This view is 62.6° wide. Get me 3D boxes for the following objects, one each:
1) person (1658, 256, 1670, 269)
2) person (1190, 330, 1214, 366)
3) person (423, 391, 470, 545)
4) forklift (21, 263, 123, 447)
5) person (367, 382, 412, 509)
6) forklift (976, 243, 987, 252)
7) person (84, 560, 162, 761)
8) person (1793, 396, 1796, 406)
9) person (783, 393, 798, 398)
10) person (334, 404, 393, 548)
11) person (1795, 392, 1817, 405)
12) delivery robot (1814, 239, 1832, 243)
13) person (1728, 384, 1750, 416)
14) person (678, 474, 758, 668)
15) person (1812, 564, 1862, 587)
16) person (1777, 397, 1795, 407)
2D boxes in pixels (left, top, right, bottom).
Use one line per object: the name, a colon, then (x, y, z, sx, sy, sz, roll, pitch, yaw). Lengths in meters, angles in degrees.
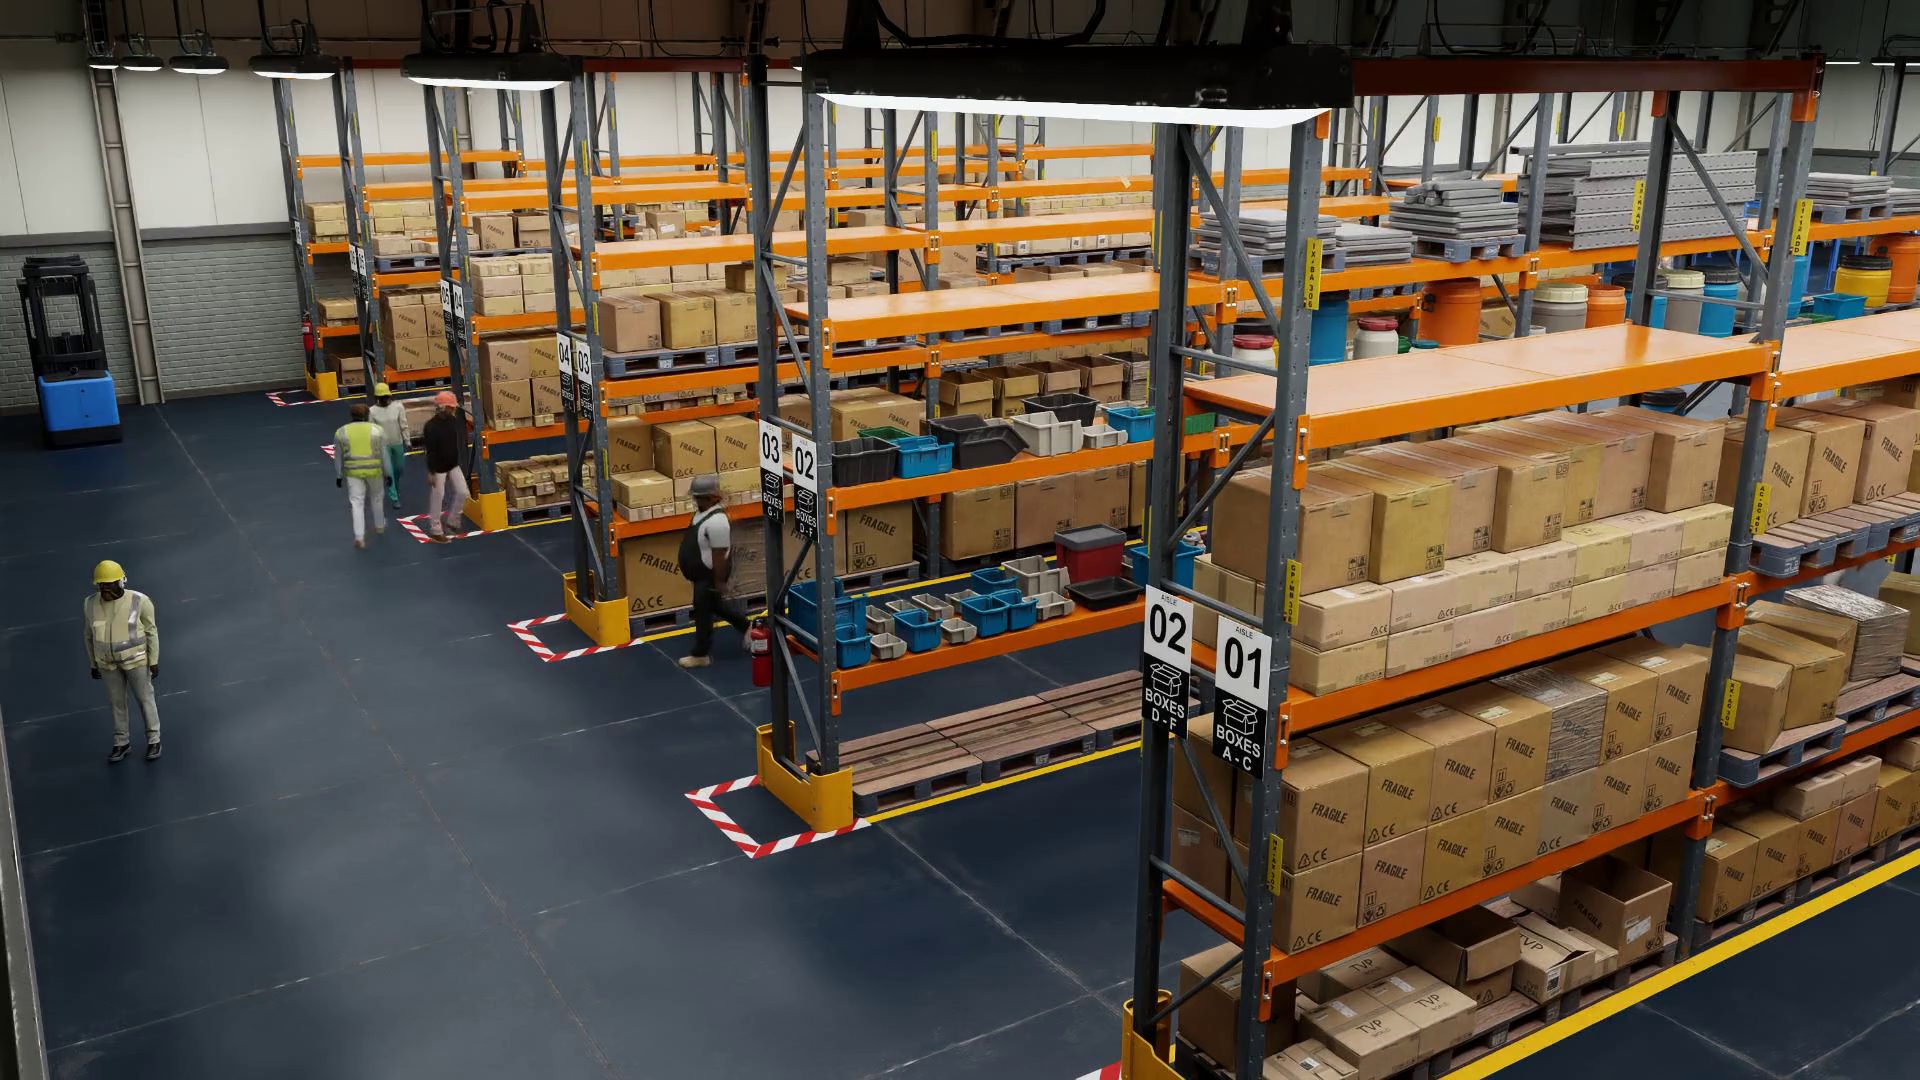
person: (18.624, -7.349, 41.813, 0.539, 1.590, 0.880, -16, 23, -41)
person: (3.877, -2.460, 25.364, 0.963, 1.833, 0.601, -13, 21, -36)
person: (-6.557, -0.916, 20.071, 0.528, 1.964, 0.688, 9, 19, 26)
forklift: (-14.518, -3.079, 25.708, 1.129, 2.768, 1.873, -10, 20, -31)
person: (-7.941, -1.360, 21.915, 0.532, 1.742, 0.725, -10, 20, -31)
forklift: (0.988, -5.474, 34.718, 1.214, 2.155, 2.313, -10, 20, -31)
person: (-7.351, 1.052, 13.857, 0.599, 1.832, 0.404, -2, 17, -7)
person: (12.552, -2.008, 24.261, 0.497, 1.616, 0.405, -6, 18, -18)
person: (-2.181, -0.830, 19.707, 0.818, 2.024, 0.617, -13, 21, -37)
person: (-7.631, -0.859, 20.214, 0.693, 1.776, 0.957, -5, 18, -14)
person: (14.533, -2.973, 27.052, 0.430, 1.838, 0.619, -2, 17, -7)
delivery robot: (28.589, -10.070, 52.396, 0.477, 0.478, 0.707, -11, 20, -31)
person: (11.736, -1.993, 23.678, 0.364, 1.930, 0.588, -2, 17, -7)
person: (-2.486, 0.286, 16.090, 0.807, 2.000, 0.685, -5, 18, -16)
person: (9.341, 0.106, 16.853, 0.908, 1.910, 0.639, -15, 22, -40)
person: (11.885, -1.721, 22.928, 0.520, 1.844, 0.330, -12, 21, -35)
